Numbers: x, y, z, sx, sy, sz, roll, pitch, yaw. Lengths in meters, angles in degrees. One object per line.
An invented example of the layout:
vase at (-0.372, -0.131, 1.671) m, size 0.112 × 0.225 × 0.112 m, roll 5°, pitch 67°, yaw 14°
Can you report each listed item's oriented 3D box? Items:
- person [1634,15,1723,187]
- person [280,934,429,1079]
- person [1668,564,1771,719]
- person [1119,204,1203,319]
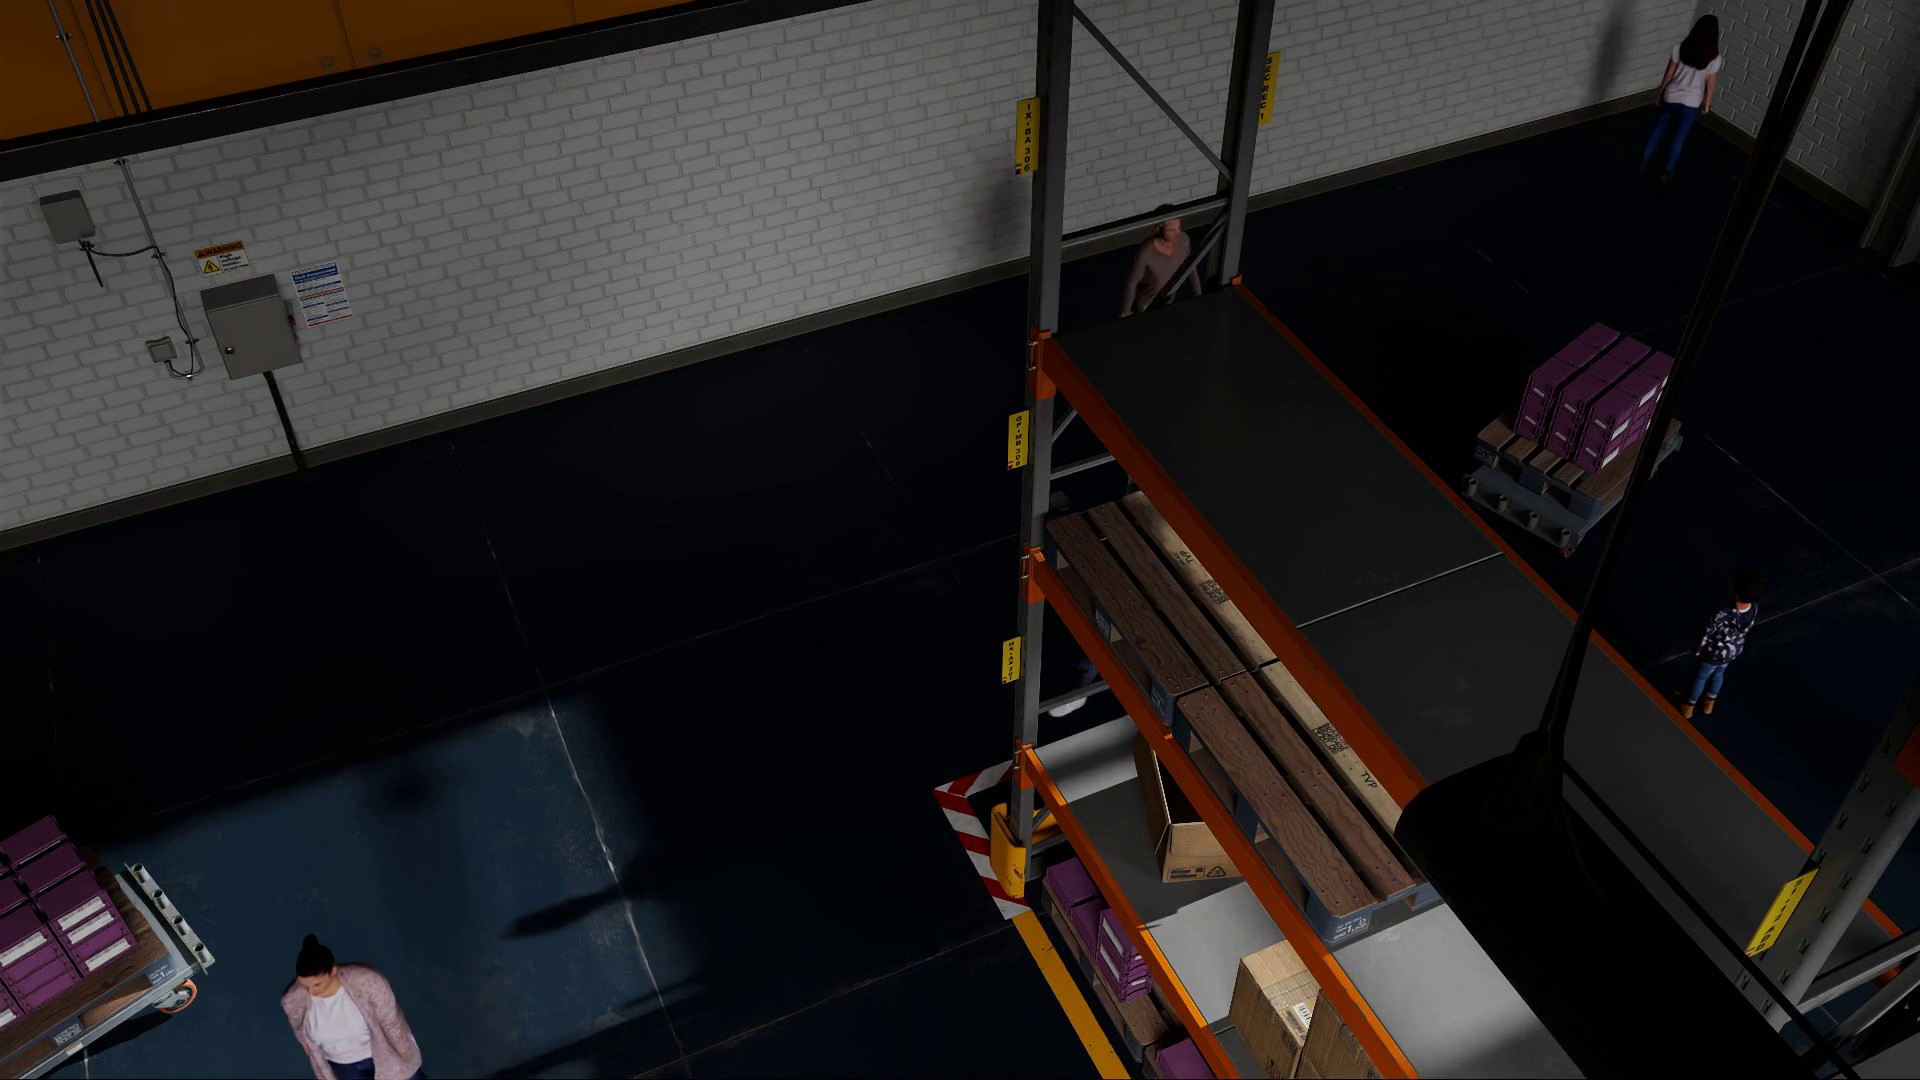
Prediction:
person at (6.541, -3.946, 15.128) m, size 0.681 × 1.681 × 0.771 m, roll 32°, pitch 52°, yaw 29°
person at (-2.986, 2.481, 8.337) m, size 0.789 × 1.742 × 0.761 m, roll -4°, pitch 44°, yaw -4°
person at (4.857, 0.656, 10.610) m, size 0.499 × 1.248 × 0.499 m, roll -14°, pitch 45°, yaw -14°
person at (1.437, -1.837, 12.805) m, size 0.874 × 1.831 × 1.215 m, roll -30°, pitch 51°, yaw -27°
